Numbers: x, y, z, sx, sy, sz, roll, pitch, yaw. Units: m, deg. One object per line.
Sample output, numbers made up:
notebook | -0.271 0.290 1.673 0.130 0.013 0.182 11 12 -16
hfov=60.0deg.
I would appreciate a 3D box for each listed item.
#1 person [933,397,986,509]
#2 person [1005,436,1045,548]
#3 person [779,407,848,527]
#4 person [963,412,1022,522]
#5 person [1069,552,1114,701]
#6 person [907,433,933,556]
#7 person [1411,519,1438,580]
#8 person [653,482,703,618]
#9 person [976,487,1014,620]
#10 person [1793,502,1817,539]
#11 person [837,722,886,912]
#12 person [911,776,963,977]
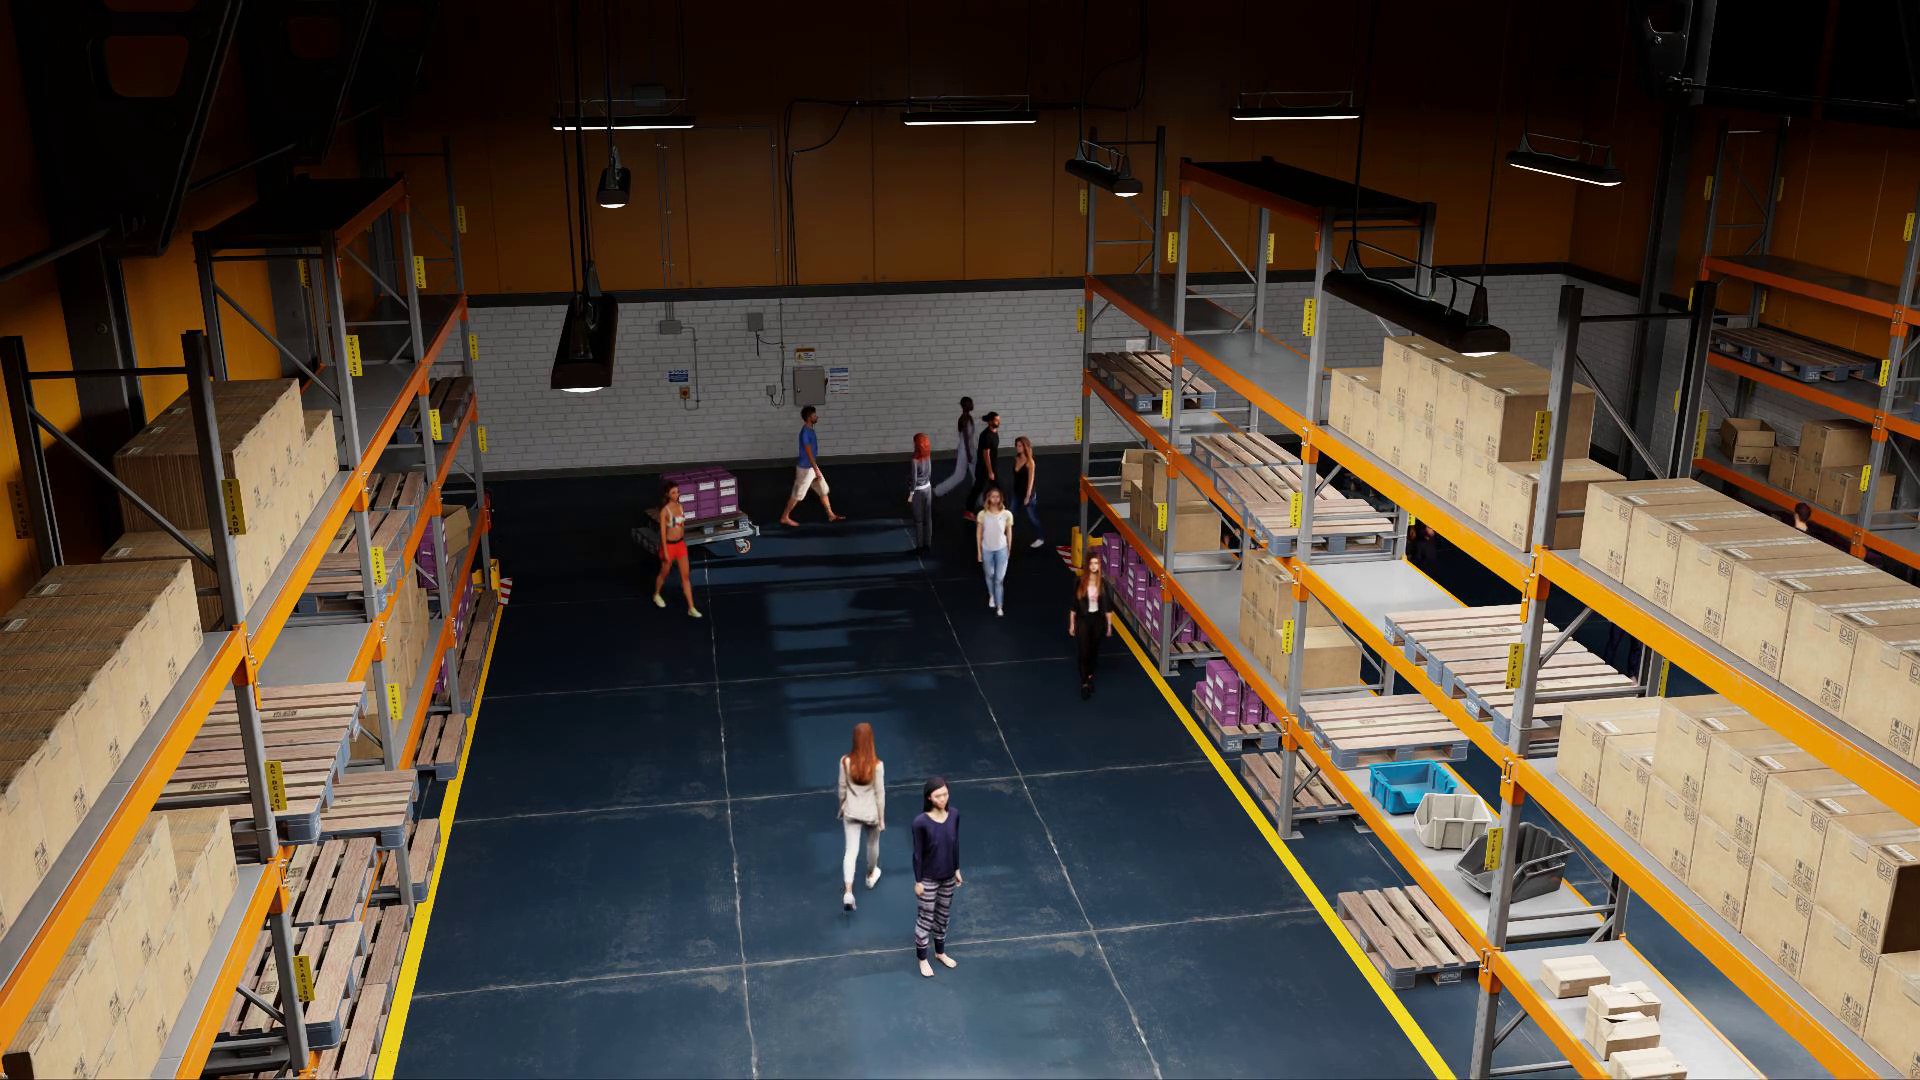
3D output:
person | 0.001 -1.318 25.606 0.954 1.751 1.114 4 19 13
person | 0.981 -0.642 23.711 0.994 1.679 1.088 -15 24 -37
person | -2.359 -1.051 24.710 0.924 1.817 1.243 2 19 5
person | 0.323 -1.076 24.953 1.074 1.708 1.158 7 20 19
person | 1.487 0.915 19.054 0.661 1.700 0.833 -2 19 -5
person | -0.563 -0.667 23.627 0.708 1.779 0.644 12 22 32
person | 5.525 0.500 20.295 0.785 1.694 0.730 14 23 36
person | -3.753 0.112 21.373 1.196 1.743 1.048 17 25 41
person | 0.420 0.138 21.409 0.776 1.670 1.176 0 19 1
person | 10.139 0.497 20.127 0.716 1.807 1.173 -5 19 -14
person | -0.885 2.438 14.557 0.864 1.683 1.175 3 19 10
person | -0.202 2.723 13.635 0.672 1.733 0.642 -11 22 -30
